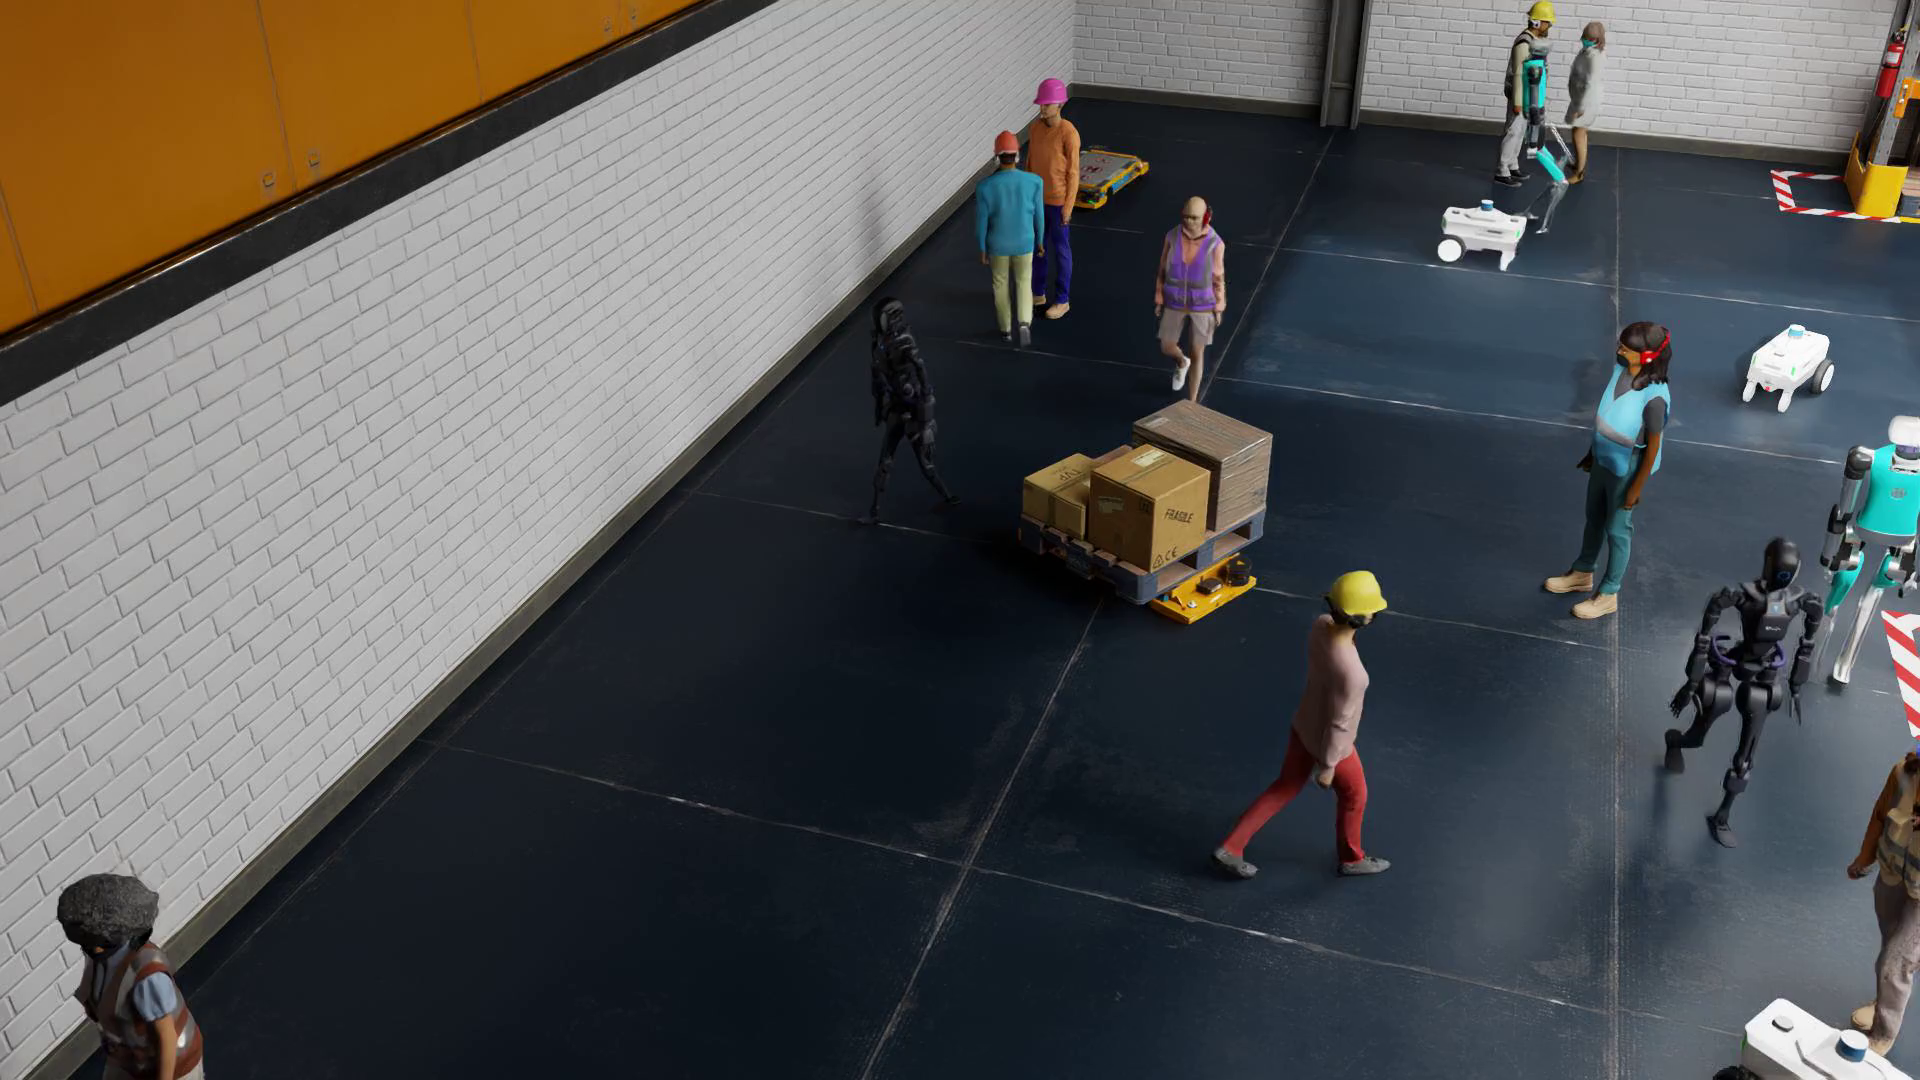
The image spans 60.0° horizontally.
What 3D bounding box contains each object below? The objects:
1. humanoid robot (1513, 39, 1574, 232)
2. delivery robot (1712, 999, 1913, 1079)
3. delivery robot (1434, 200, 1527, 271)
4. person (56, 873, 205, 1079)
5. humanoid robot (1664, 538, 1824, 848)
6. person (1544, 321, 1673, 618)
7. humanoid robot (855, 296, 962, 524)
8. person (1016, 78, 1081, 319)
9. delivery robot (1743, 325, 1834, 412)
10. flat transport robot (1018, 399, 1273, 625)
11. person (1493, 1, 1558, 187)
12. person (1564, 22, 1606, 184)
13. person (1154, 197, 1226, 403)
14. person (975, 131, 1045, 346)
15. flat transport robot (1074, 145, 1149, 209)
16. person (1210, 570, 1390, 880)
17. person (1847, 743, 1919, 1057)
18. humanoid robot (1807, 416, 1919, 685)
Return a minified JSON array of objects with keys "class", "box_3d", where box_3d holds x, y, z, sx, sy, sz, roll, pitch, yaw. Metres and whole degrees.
[{"class":"humanoid robot","box_3d":[5.545,-3.767,15.594,0.787,1.788,0.540,7,31,11]},{"class":"delivery robot","box_3d":[3.462,2.194,6.630,0.499,0.614,0.815,-21,36,-32]},{"class":"delivery robot","box_3d":[4.709,-2.786,15.074,0.757,0.586,0.518,13,33,21]},{"class":"person","box_3d":[-3.006,1.889,6.045,0.501,1.653,0.621,19,35,29]},{"class":"humanoid robot","box_3d":[3.832,0.642,8.177,0.606,1.630,0.723,3,31,5]},{"class":"person","box_3d":[3.859,-0.416,9.754,0.393,1.870,0.528,-6,31,-10]},{"class":"humanoid robot","box_3d":[-0.344,-0.823,10.684,0.775,1.631,0.610,-23,38,-34]},{"class":"person","box_3d":[0.741,-2.816,13.728,0.506,1.985,0.375,24,38,35]},{"class":"delivery robot","box_3d":[6.295,-1.343,12.637,0.499,0.603,0.794,26,39,37]},{"class":"flat transport robot","box_3d":[1.105,0.073,10.500,0.659,0.231,1.431,-26,39,-37]},{"class":"person","box_3d":[5.678,-4.491,16.734,0.403,1.824,0.592,17,34,26]},{"class":"person","box_3d":[6.315,-4.454,16.849,0.391,1.631,0.663,5,31,9]},{"class":"person","box_3d":[1.697,-1.716,12.155,0.543,1.676,0.537,11,32,18]},{"class":"person","box_3d":[0.399,-2.359,13.193,0.569,1.730,0.563,-2,31,-3]},{"class":"flat transport robot","box_3d":[1.356,-3.686,16.897,0.659,0.231,1.431,15,33,23]},{"class":"person","box_3d":[1.630,0.891,7.672,0.862,1.729,0.523,-6,31,-10]},{"class":"person","box_3d":[3.895,1.402,6.784,0.591,1.736,0.470,-11,32,-18]},{"class":"humanoid robot","box_3d":[4.969,0.103,9.102,0.542,1.891,0.761,13,33,21]}]
